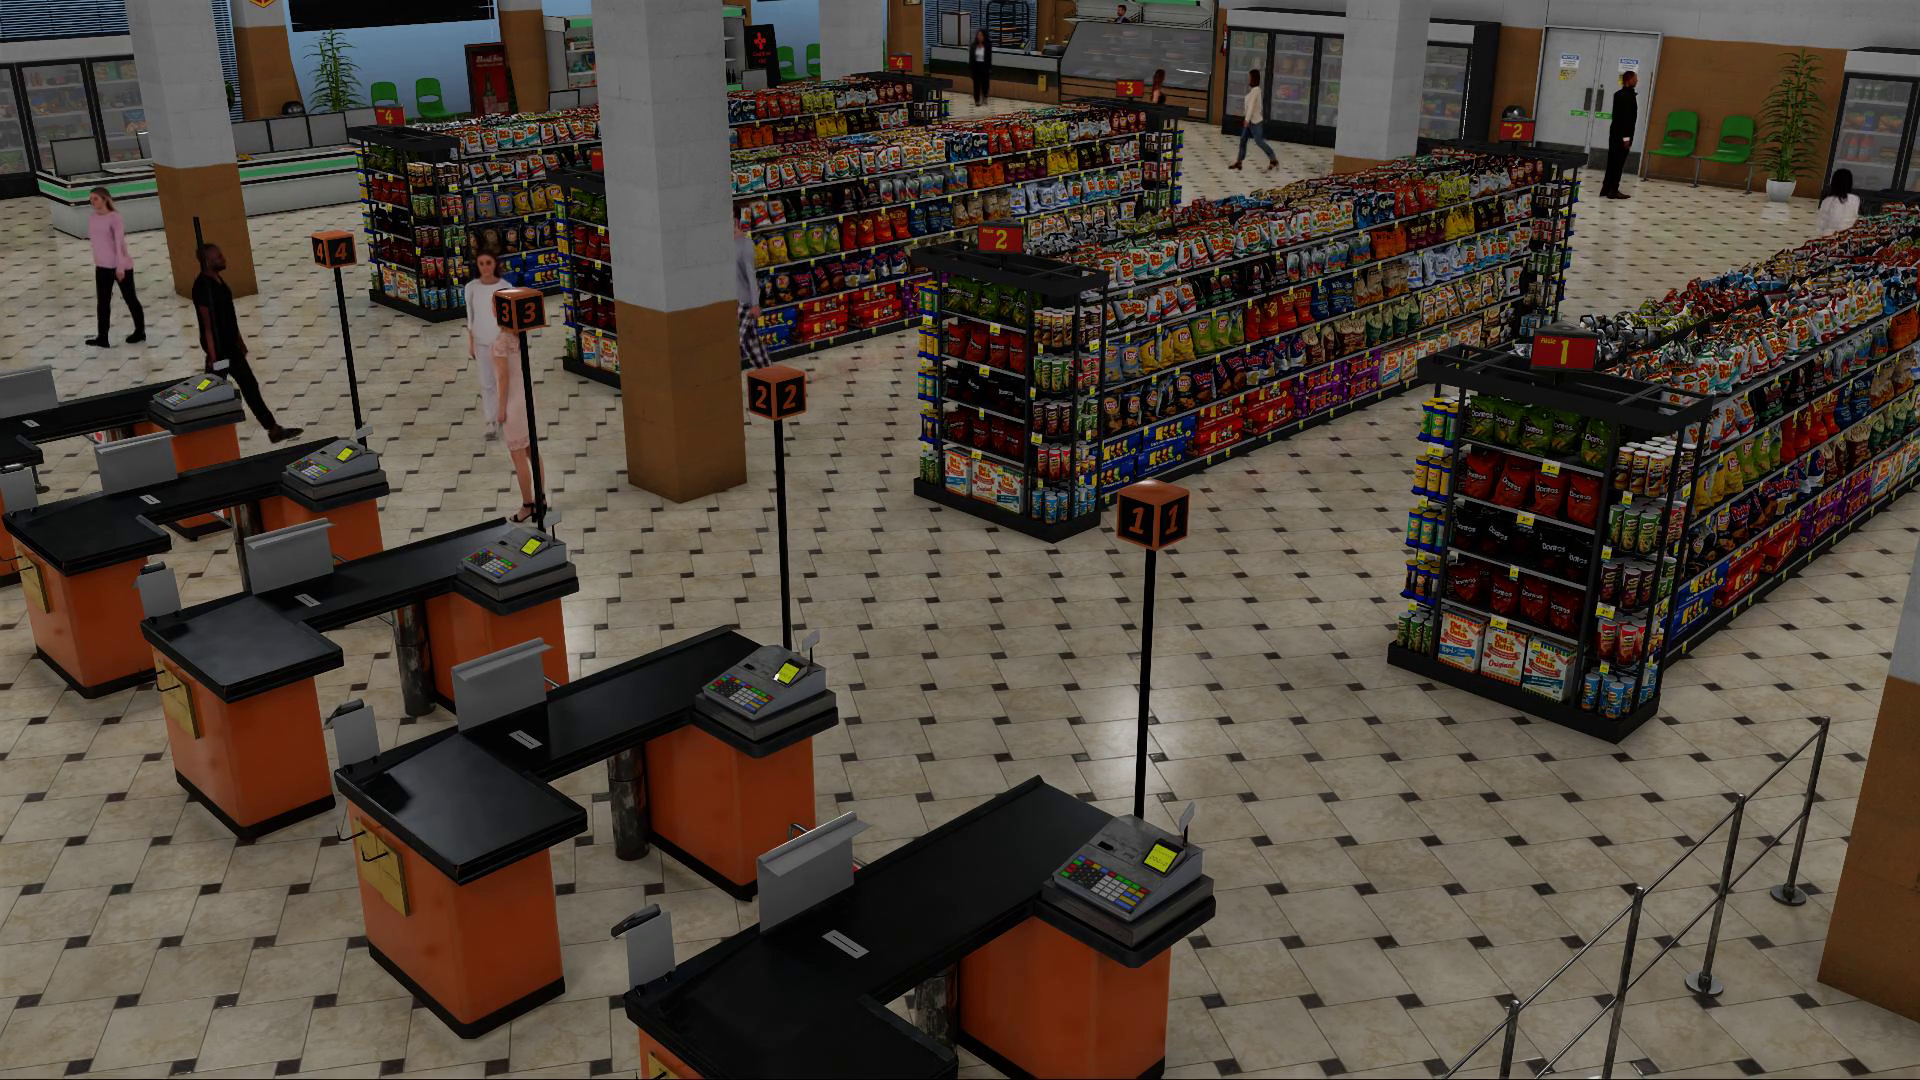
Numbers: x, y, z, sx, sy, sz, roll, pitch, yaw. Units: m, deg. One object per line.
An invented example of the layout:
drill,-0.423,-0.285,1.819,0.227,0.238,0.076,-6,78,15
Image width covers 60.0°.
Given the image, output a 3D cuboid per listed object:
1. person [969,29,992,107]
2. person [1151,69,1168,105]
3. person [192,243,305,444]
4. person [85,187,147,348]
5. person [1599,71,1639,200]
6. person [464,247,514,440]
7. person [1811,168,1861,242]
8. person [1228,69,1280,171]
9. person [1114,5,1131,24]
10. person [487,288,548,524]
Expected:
person,0.424,-10.102,35.573,0.761,1.606,0.822,-1,22,-1
person,3.129,-6.865,27.369,0.838,1.716,0.788,3,22,8
person,-6.399,-1.609,14.219,1.286,1.768,1.061,-6,23,-15
person,-8.845,-2.887,17.539,0.882,1.664,1.044,7,23,16
person,10.134,-6.218,25.508,0.842,1.905,0.779,0,22,1
person,-4.108,-1.754,14.734,1.047,1.654,1.027,-4,22,-10
person,9.863,-3.335,18.705,0.807,1.626,0.867,-2,22,-4
person,4.984,-6.946,27.674,1.079,1.641,1.103,3,22,6
person,3.719,-11.423,38.511,0.566,1.868,0.610,-20,30,-41
person,-3.361,-1.020,12.670,0.695,1.830,0.576,7,23,17
